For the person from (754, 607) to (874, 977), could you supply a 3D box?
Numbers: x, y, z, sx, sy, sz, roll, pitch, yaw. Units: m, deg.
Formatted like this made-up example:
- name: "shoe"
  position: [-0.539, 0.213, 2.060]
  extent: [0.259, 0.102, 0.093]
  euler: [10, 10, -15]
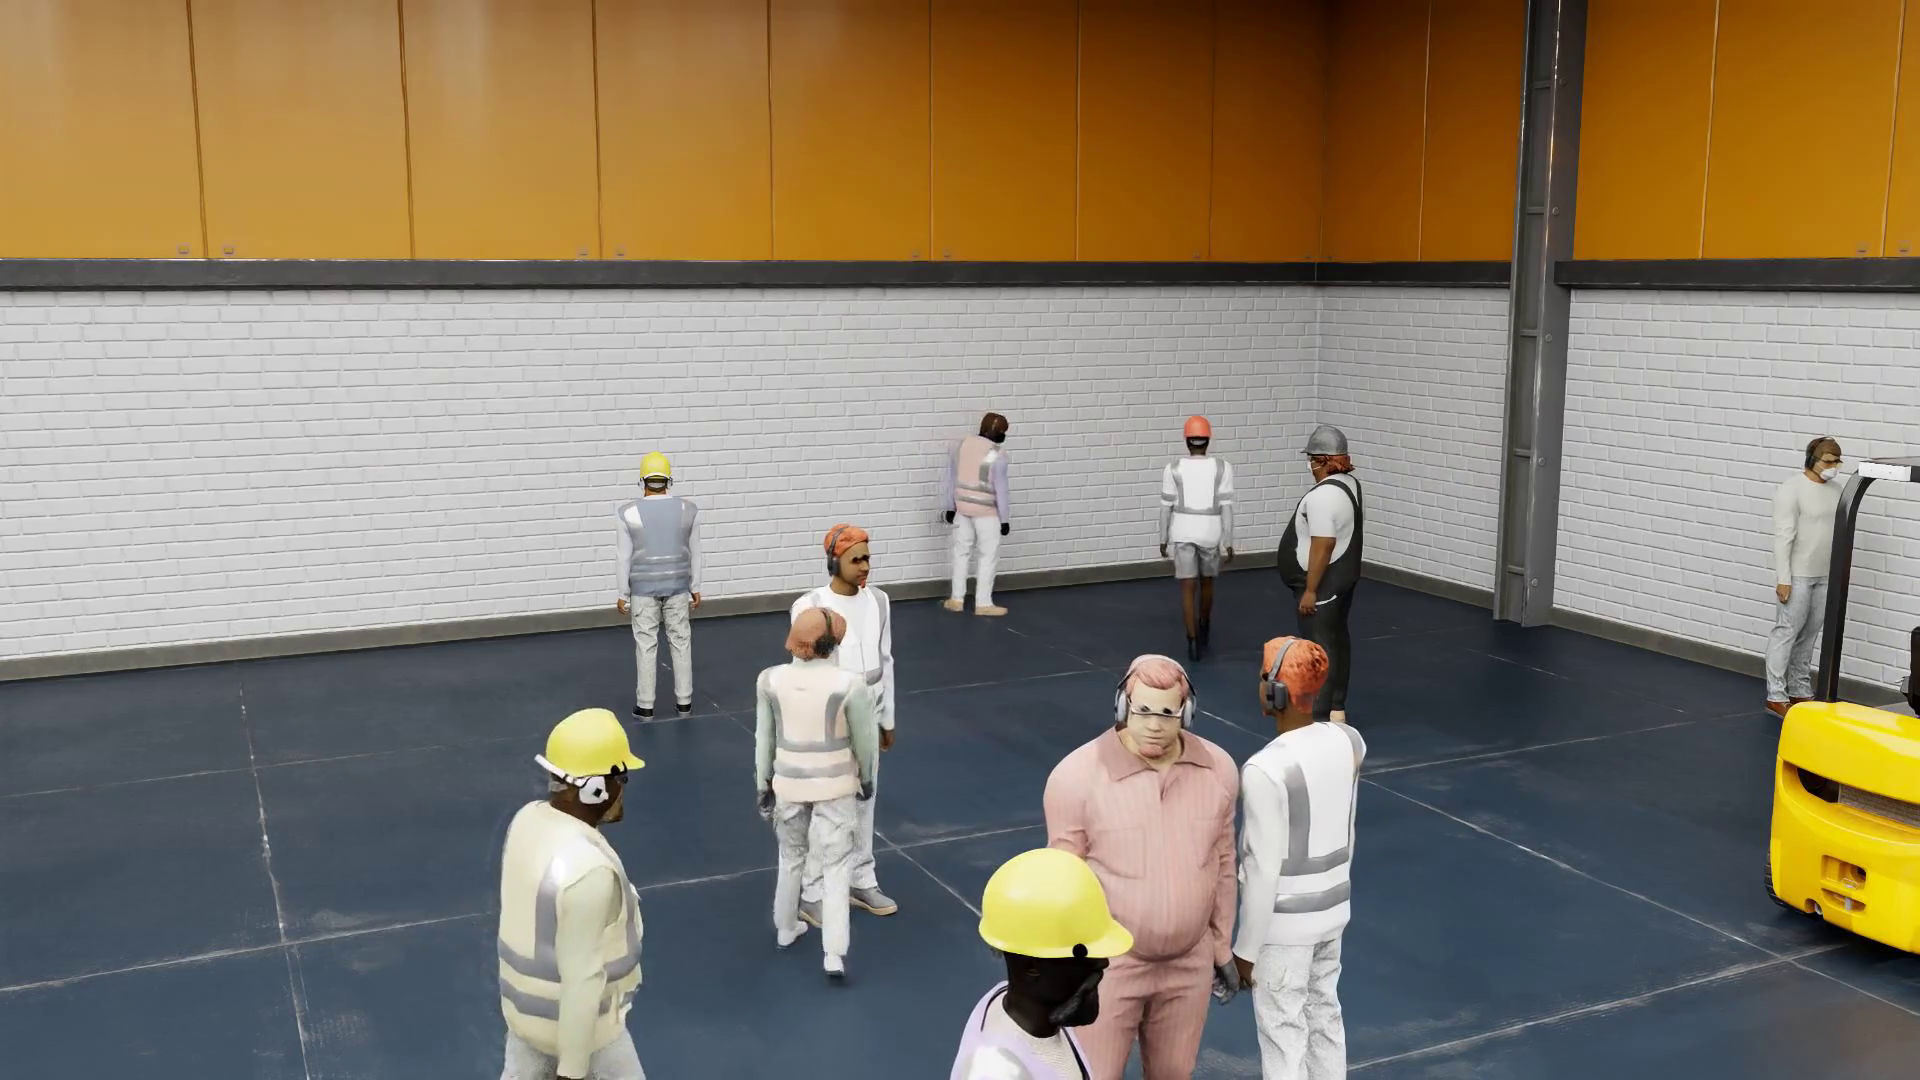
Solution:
- name: "person"
  position: [-0.638, 1.073, 7.236]
  extent: [0.514, 1.611, 0.580]
  euler: [3, 10, 15]

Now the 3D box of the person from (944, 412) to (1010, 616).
- name: "person"
  position: [0.146, -0.235, 14.790]
  extent: [0.756, 1.810, 0.433]
  euler: [9, 13, 43]

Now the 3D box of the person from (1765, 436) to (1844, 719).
- name: "person"
  position: [5.773, 0.254, 11.328]
  extent: [0.627, 1.934, 0.372]
  euler: [-5, 10, -28]

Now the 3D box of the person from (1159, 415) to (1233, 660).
- name: "person"
  position: [1.876, -0.043, 13.281]
  extent: [0.569, 1.891, 0.948]
  euler: [1, 9, 6]

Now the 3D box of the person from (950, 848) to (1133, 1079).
- name: "person"
  position: [0.149, 1.545, 3.332]
  extent: [0.369, 1.928, 0.586]
  euler: [1, 9, 6]

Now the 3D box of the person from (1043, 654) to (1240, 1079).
- name: "person"
  position: [0.574, 1.278, 5.076]
  extent: [0.642, 1.902, 0.399]
  euler: [-3, 10, -19]

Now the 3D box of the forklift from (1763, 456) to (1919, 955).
- name: "forklift"
  position: [4.857, 0.731, 7.561]
  extent: [2.313, 2.155, 1.214]
  euler: [-4, 10, -25]

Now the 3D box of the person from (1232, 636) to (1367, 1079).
- name: "person"
  position: [1.072, 1.237, 5.384]
  extent: [0.573, 1.883, 0.356]
  euler: [-9, 13, -44]

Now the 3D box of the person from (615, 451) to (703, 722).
- name: "person"
  position: [-2.041, 0.313, 11.270]
  extent: [0.600, 1.832, 0.404]
  euler: [-4, 10, -24]

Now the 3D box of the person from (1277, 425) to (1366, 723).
- name: "person"
  position: [2.367, 0.254, 10.994]
  extent: [0.539, 2.000, 0.689]
  euler: [6, 11, 31]

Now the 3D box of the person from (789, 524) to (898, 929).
- name: "person"
  position: [-0.525, 0.859, 7.754]
  extent: [0.575, 1.877, 0.353]
  euler: [-8, 12, -42]

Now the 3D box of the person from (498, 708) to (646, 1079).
- name: "person"
  position: [-1.158, 1.373, 4.900]
  extent: [0.922, 1.784, 0.590]
  euler: [-7, 12, -38]
